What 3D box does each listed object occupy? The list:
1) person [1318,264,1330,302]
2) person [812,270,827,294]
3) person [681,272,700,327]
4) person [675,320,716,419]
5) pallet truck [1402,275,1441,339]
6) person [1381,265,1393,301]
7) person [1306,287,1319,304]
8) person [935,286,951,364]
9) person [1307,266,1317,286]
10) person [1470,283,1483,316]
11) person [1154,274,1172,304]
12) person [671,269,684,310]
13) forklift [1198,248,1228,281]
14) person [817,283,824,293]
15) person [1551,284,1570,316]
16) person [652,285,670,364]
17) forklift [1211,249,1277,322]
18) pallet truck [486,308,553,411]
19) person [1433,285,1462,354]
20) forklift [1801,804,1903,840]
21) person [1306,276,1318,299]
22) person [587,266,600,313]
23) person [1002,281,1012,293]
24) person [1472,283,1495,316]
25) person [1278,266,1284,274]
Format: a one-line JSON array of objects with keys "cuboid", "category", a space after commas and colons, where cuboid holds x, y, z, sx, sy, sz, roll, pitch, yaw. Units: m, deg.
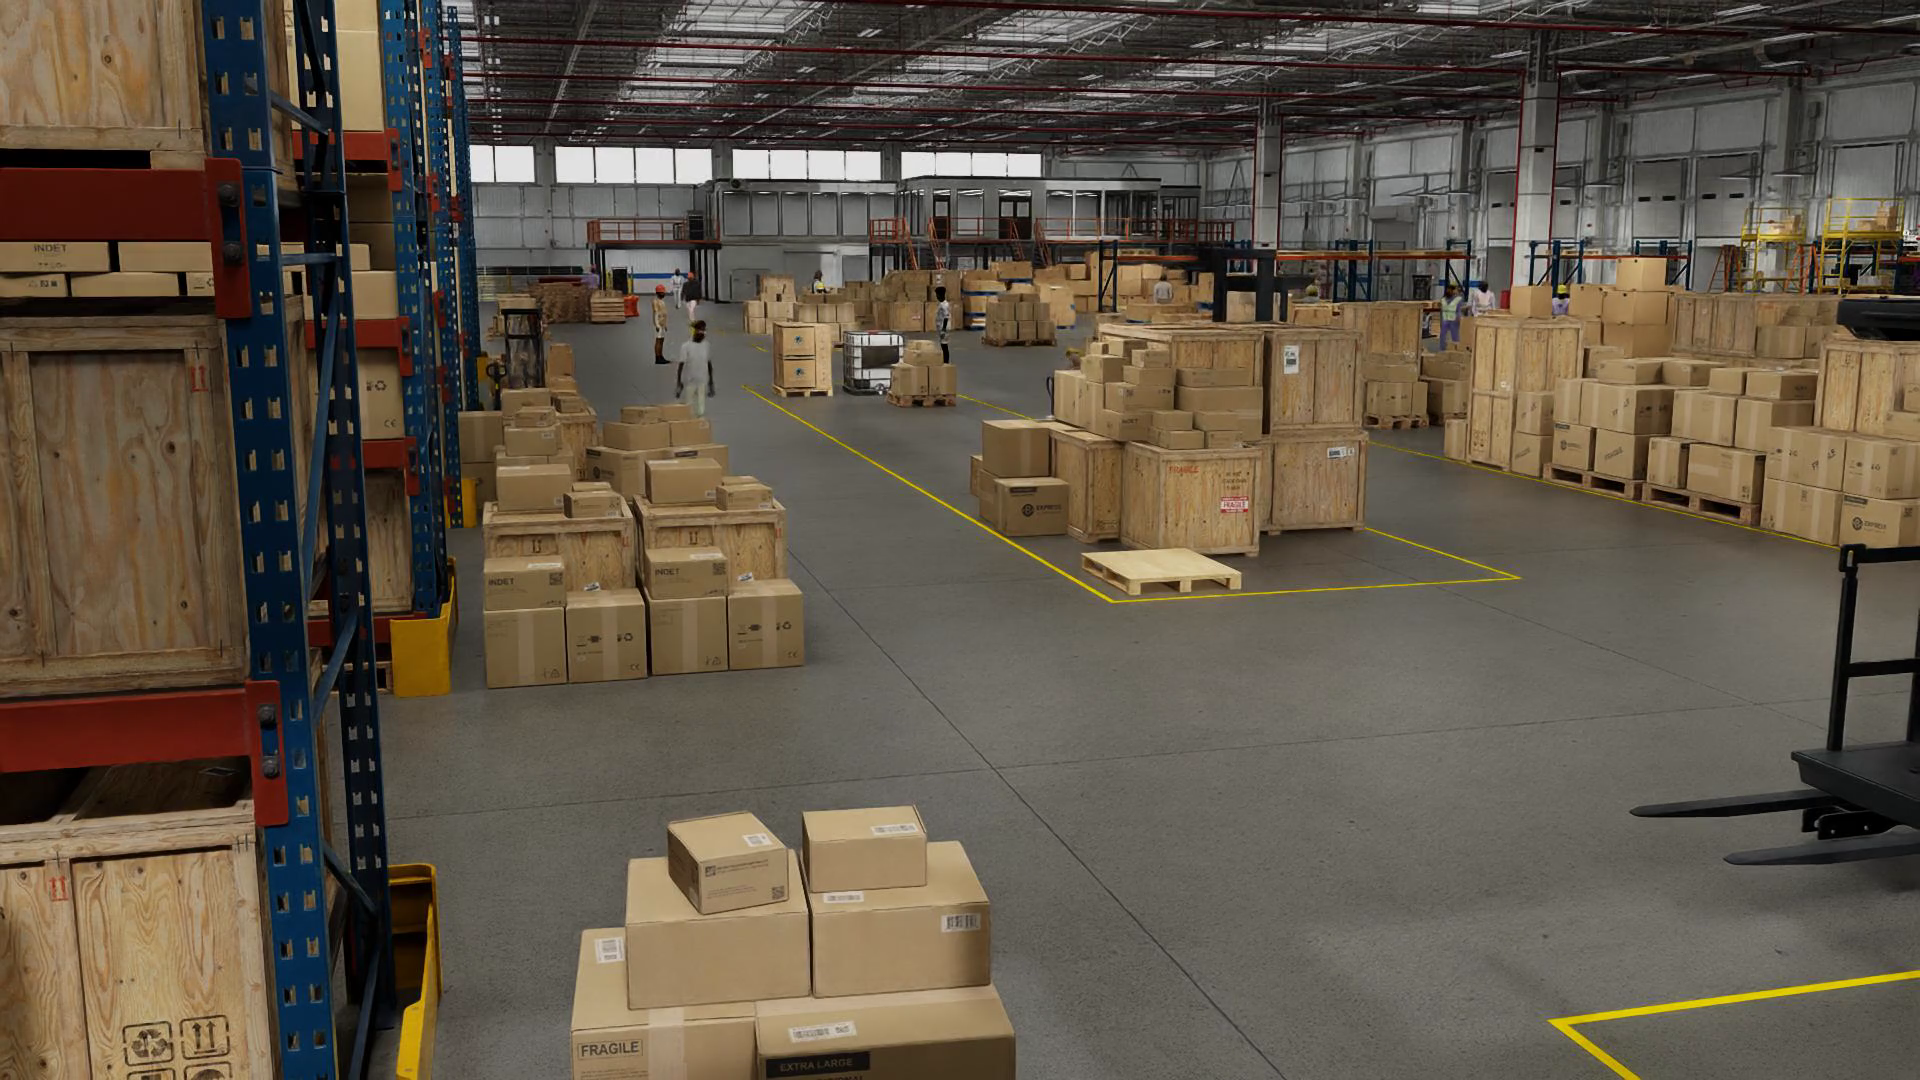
[{"cuboid": [18.967, -13.386, 86.616, 0.683, 1.945, 0.511, 3, 10, 14], "category": "person"}, {"cuboid": [-4.913, -8.446, 58.373, 0.537, 2.000, 0.683, -4, 11, -21], "category": "person"}, {"cuboid": [-9.655, -8.637, 59.730, 0.615, 1.954, 0.995, 2, 10, 13], "category": "person"}, {"cuboid": [-3.806, -2.225, 23.730, 0.558, 1.843, 0.626, -9, 13, -40], "category": "person"}, {"cuboid": [14.620, -7.324, 52.145, 0.823, 1.965, 1.885, 8, 13, 40], "category": "pallet truck"}, {"cuboid": [20.748, -12.370, 80.858, 0.602, 1.949, 0.388, 7, 12, 34], "category": "person"}, {"cuboid": [10.272, -6.533, 48.522, 0.921, 1.694, 0.505, -6, 12, -31], "category": "person"}, {"cuboid": [-0.397, -4.823, 38.091, 0.379, 1.959, 0.604, -1, 10, -4], "category": "person"}, {"cuboid": [17.301, -12.527, 81.881, 0.609, 1.907, 0.557, -2, 10, -9], "category": "person"}, {"cuboid": [17.002, -7.583, 54.472, 0.554, 1.683, 0.366, 5, 11, 28], "category": "person"}, {"cuboid": [6.980, -8.191, 57.255, 0.649, 1.926, 0.505, 3, 10, 17], "category": "person"}, {"cuboid": [-12.846, -11.422, 75.724, 0.577, 1.861, 0.731, -1, 10, -5], "category": "person"}, {"cuboid": [5.728, -5.244, 37.869, 1.873, 2.768, 1.129, -3, 10, -15], "category": "forklift"}, {"cuboid": [-4.233, -6.928, 50.581, 0.524, 1.760, 0.326, -1, 10, -6], "category": "person"}, {"cuboid": [14.884, -5.371, 41.284, 0.585, 1.927, 0.373, 4, 11, 22], "category": "person"}, {"cuboid": [-7.322, -5.277, 40.724, 0.354, 1.939, 0.544, 2, 10, 10], "category": "person"}, {"cuboid": [4.096, -2.845, 24.282, 1.129, 2.768, 1.873, 9, 14, 42], "category": "forklift"}, {"cuboid": [-6.242, -2.418, 24.362, 0.823, 1.965, 1.885, 1, 10, 3], "category": "pallet truck"}, {"cuboid": [12.511, -5.577, 42.600, 0.614, 1.867, 0.985, 9, 14, 43], "category": "person"}, {"cuboid": [5.125, 0.112, 7.540, 1.873, 2.768, 1.129, -3, 10, -15], "category": "forklift"}, {"cuboid": [11.326, -7.535, 53.537, 0.366, 1.931, 0.630, 7, 12, 35], "category": "person"}, {"cuboid": [-15.869, -10.888, 72.289, 0.627, 2.000, 0.975, 2, 10, 12], "category": "person"}, {"cuboid": [1.419, -7.109, 51.454, 0.989, 1.822, 0.533, 8, 13, 38], "category": "person"}, {"cuboid": [15.598, -6.760, 49.540, 0.646, 1.793, 0.954, 2, 10, 10], "category": "person"}, {"cuboid": [16.822, -13.592, 88.077, 0.627, 1.845, 0.429, -1, 10, -7], "category": "person"}]
